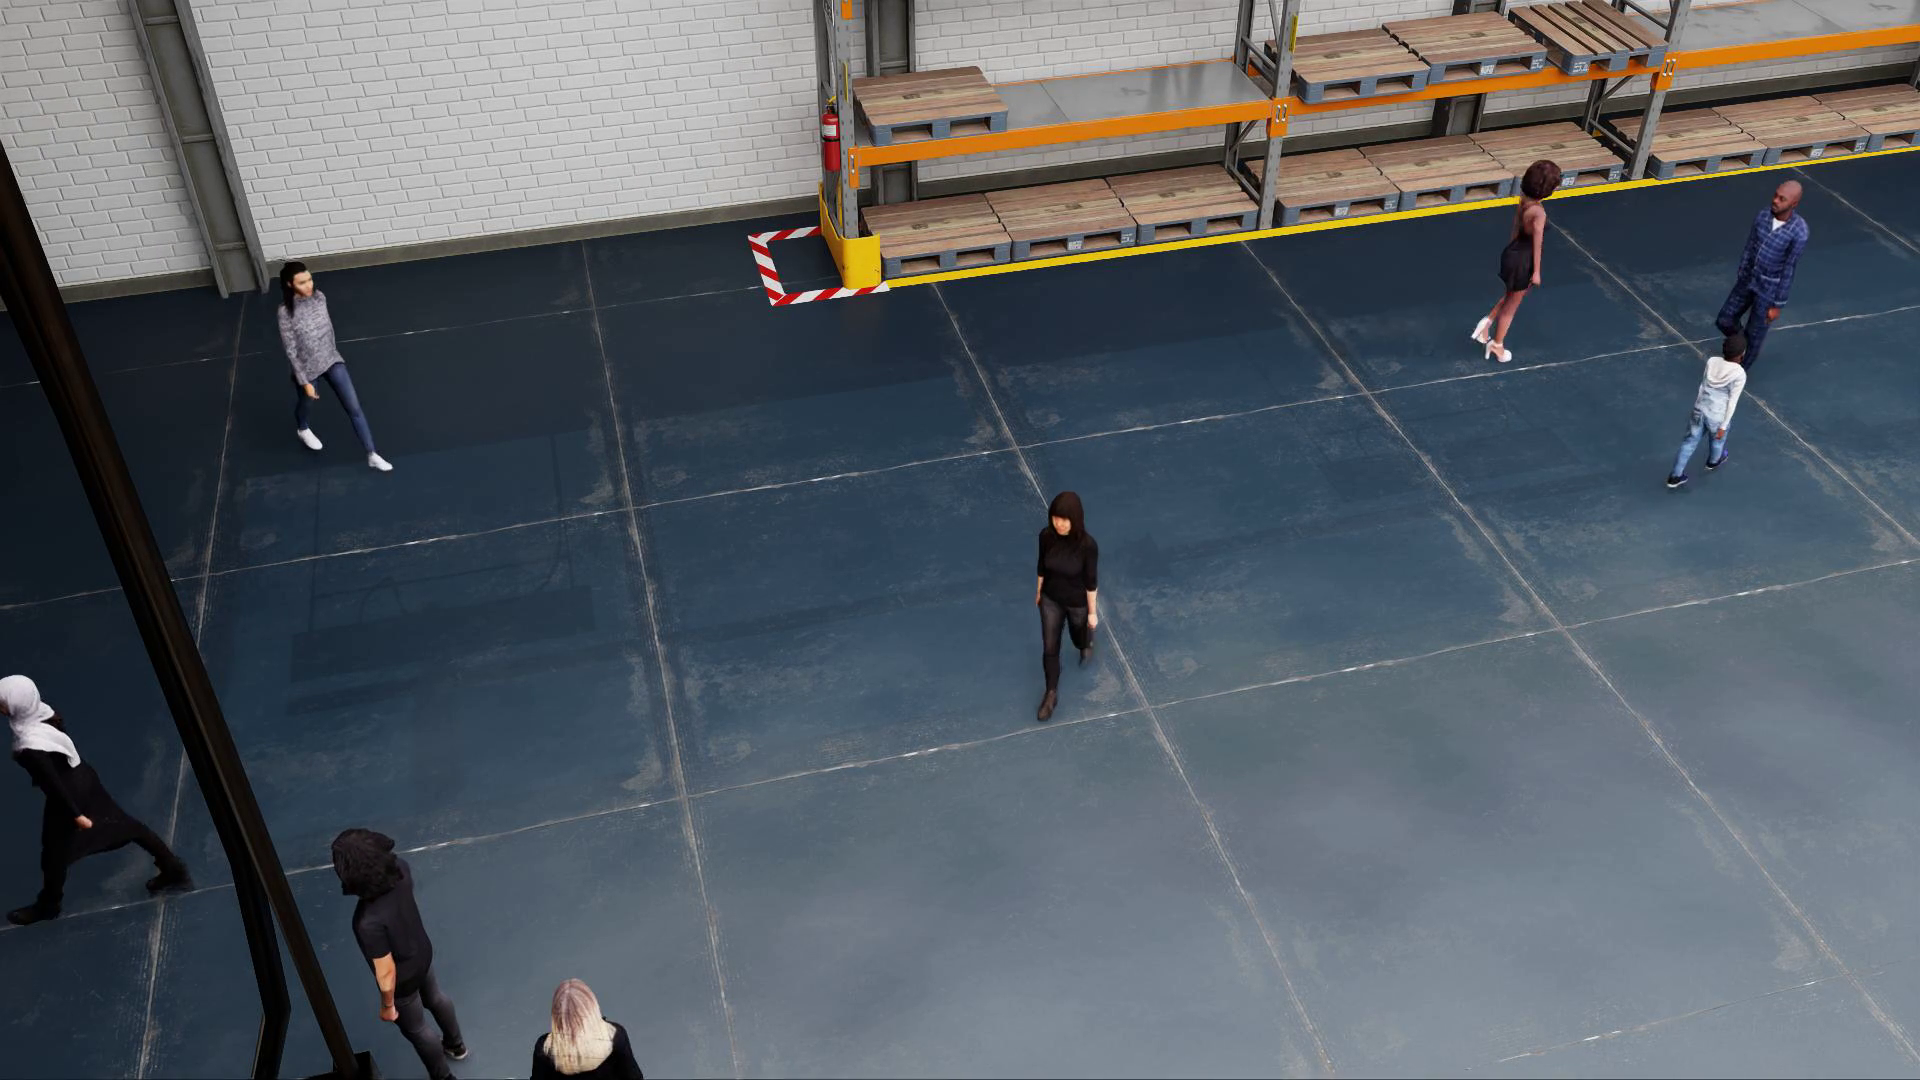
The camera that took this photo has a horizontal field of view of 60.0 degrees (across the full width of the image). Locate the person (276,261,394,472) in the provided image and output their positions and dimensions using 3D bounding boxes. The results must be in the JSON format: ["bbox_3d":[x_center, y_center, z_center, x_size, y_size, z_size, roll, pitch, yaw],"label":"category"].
[{"bbox_3d":[-4.855,-1.303,12.395,1.131,1.685,1.189,27,46,29],"label":"person"}]

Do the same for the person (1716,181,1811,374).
[{"bbox_3d":[6.439,-2.043,13.222,0.781,1.809,0.757,-20,43,-24],"label":"person"}]

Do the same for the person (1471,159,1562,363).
[{"bbox_3d":[4.450,-2.225,13.473,0.724,1.781,0.649,0,39,0],"label":"person"}]

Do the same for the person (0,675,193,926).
[{"bbox_3d":[-4.701,1.376,9.008,1.145,1.726,0.595,-9,40,-12],"label":"person"}]

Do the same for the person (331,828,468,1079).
[{"bbox_3d":[-2.706,2.052,8.076,0.642,1.833,0.701,3,39,4],"label":"person"}]

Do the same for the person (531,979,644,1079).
[{"bbox_3d":[-1.621,2.644,7.475,0.956,1.657,0.743,-13,41,-16],"label":"person"}]

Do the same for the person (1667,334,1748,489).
[{"bbox_3d":[5.517,-0.916,12.280,0.927,1.224,0.701,-26,45,-29],"label":"person"}]

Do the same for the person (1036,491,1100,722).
[{"bbox_3d":[0.700,0.338,10.394,1.019,1.618,1.001,14,41,17],"label":"person"}]
